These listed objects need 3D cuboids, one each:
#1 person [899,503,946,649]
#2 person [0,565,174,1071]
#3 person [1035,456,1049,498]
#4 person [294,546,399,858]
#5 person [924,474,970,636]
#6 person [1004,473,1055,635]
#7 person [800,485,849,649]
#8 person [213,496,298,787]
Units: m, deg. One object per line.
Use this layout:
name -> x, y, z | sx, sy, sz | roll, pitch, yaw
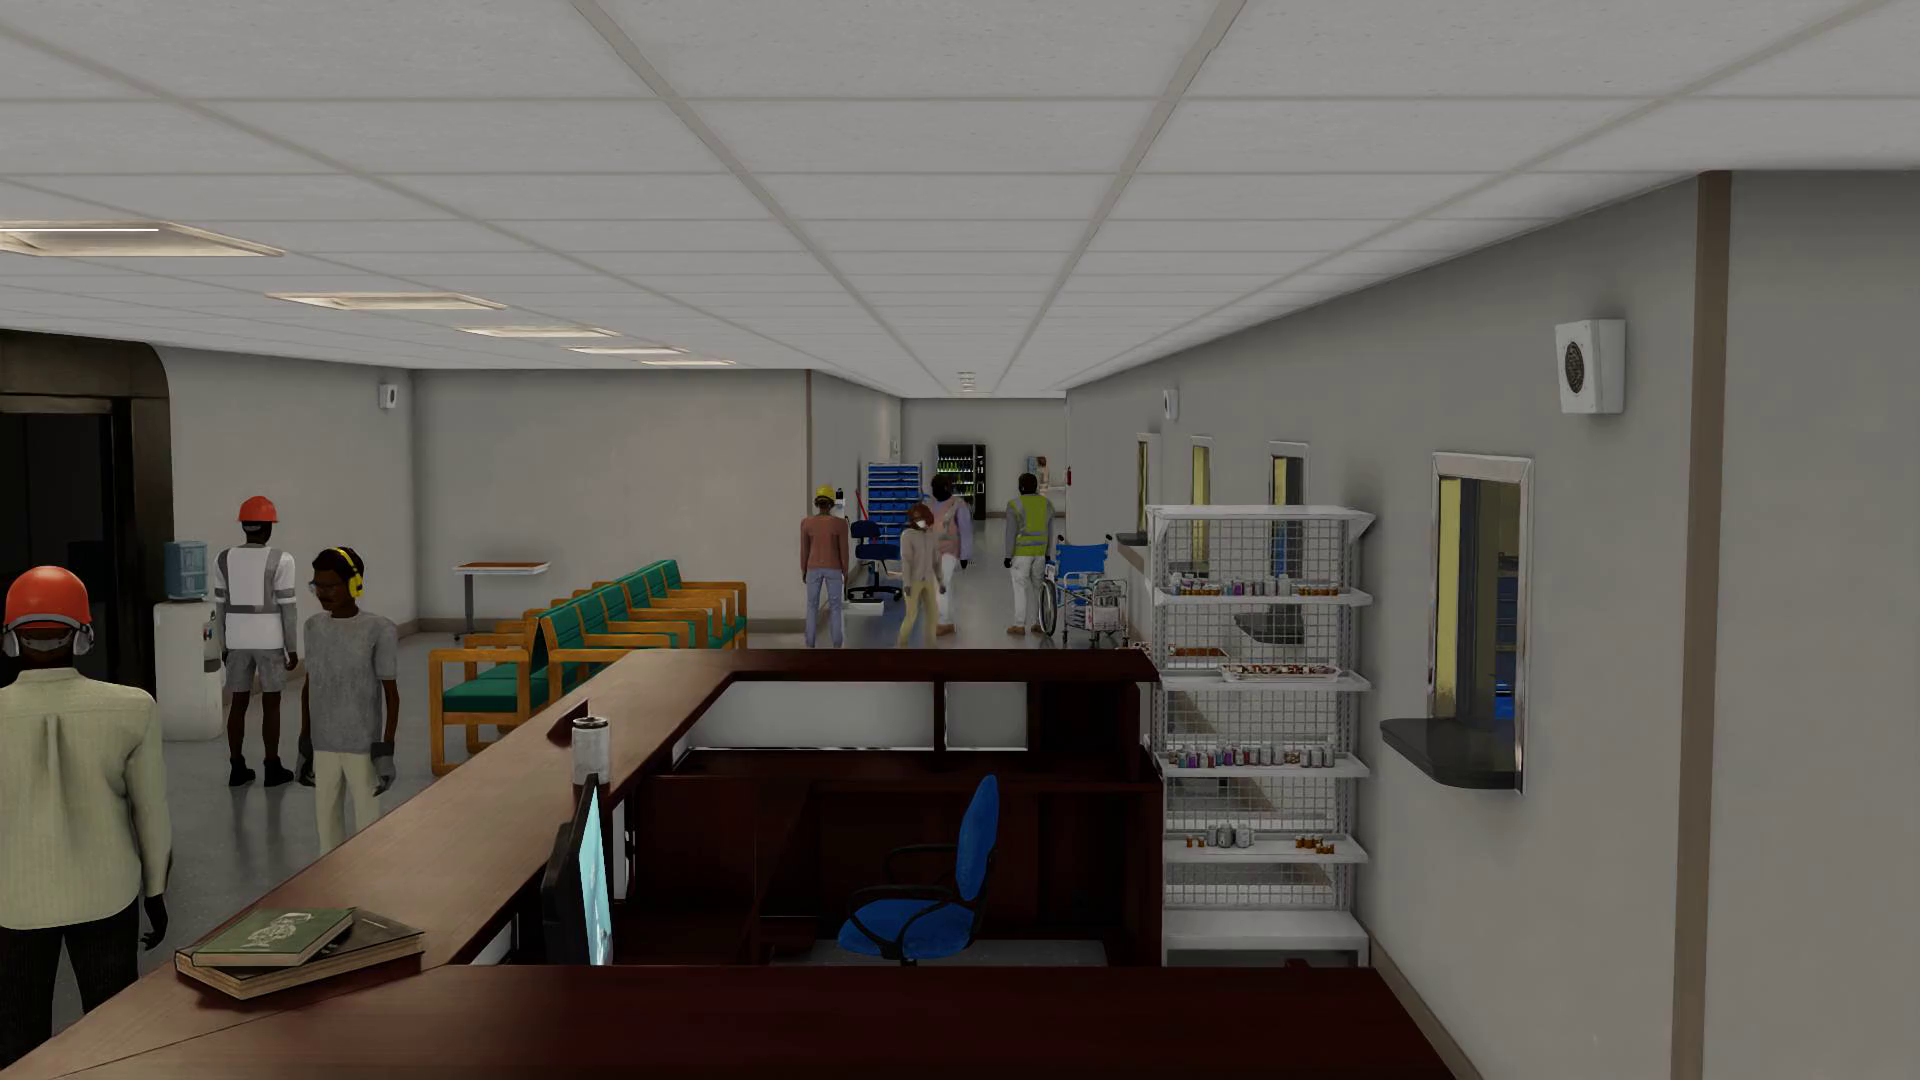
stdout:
person -> -0.379, 0.431, 16.546 | 0.395, 1.614, 0.566 | 4, 6, 44
person -> -2.678, 1.071, 4.952 | 0.612, 1.995, 0.376 | -3, 5, -32
person -> 1.837, -1.065, 37.367 | 0.306, 1.645, 0.522 | 2, 5, 31
person -> -2.774, 0.956, 7.501 | 0.519, 1.865, 0.326 | 1, 4, 15
person -> -0.265, 0.171, 18.802 | 0.700, 1.815, 0.629 | -4, 6, -45
person -> 0.765, 0.156, 18.869 | 0.633, 1.843, 0.429 | -2, 5, -31
person -> -1.404, 0.312, 17.287 | 0.521, 1.758, 0.349 | 1, 4, 9
person -> -4.664, 0.672, 11.070 | 0.546, 1.929, 0.392 | 0, 4, 3
